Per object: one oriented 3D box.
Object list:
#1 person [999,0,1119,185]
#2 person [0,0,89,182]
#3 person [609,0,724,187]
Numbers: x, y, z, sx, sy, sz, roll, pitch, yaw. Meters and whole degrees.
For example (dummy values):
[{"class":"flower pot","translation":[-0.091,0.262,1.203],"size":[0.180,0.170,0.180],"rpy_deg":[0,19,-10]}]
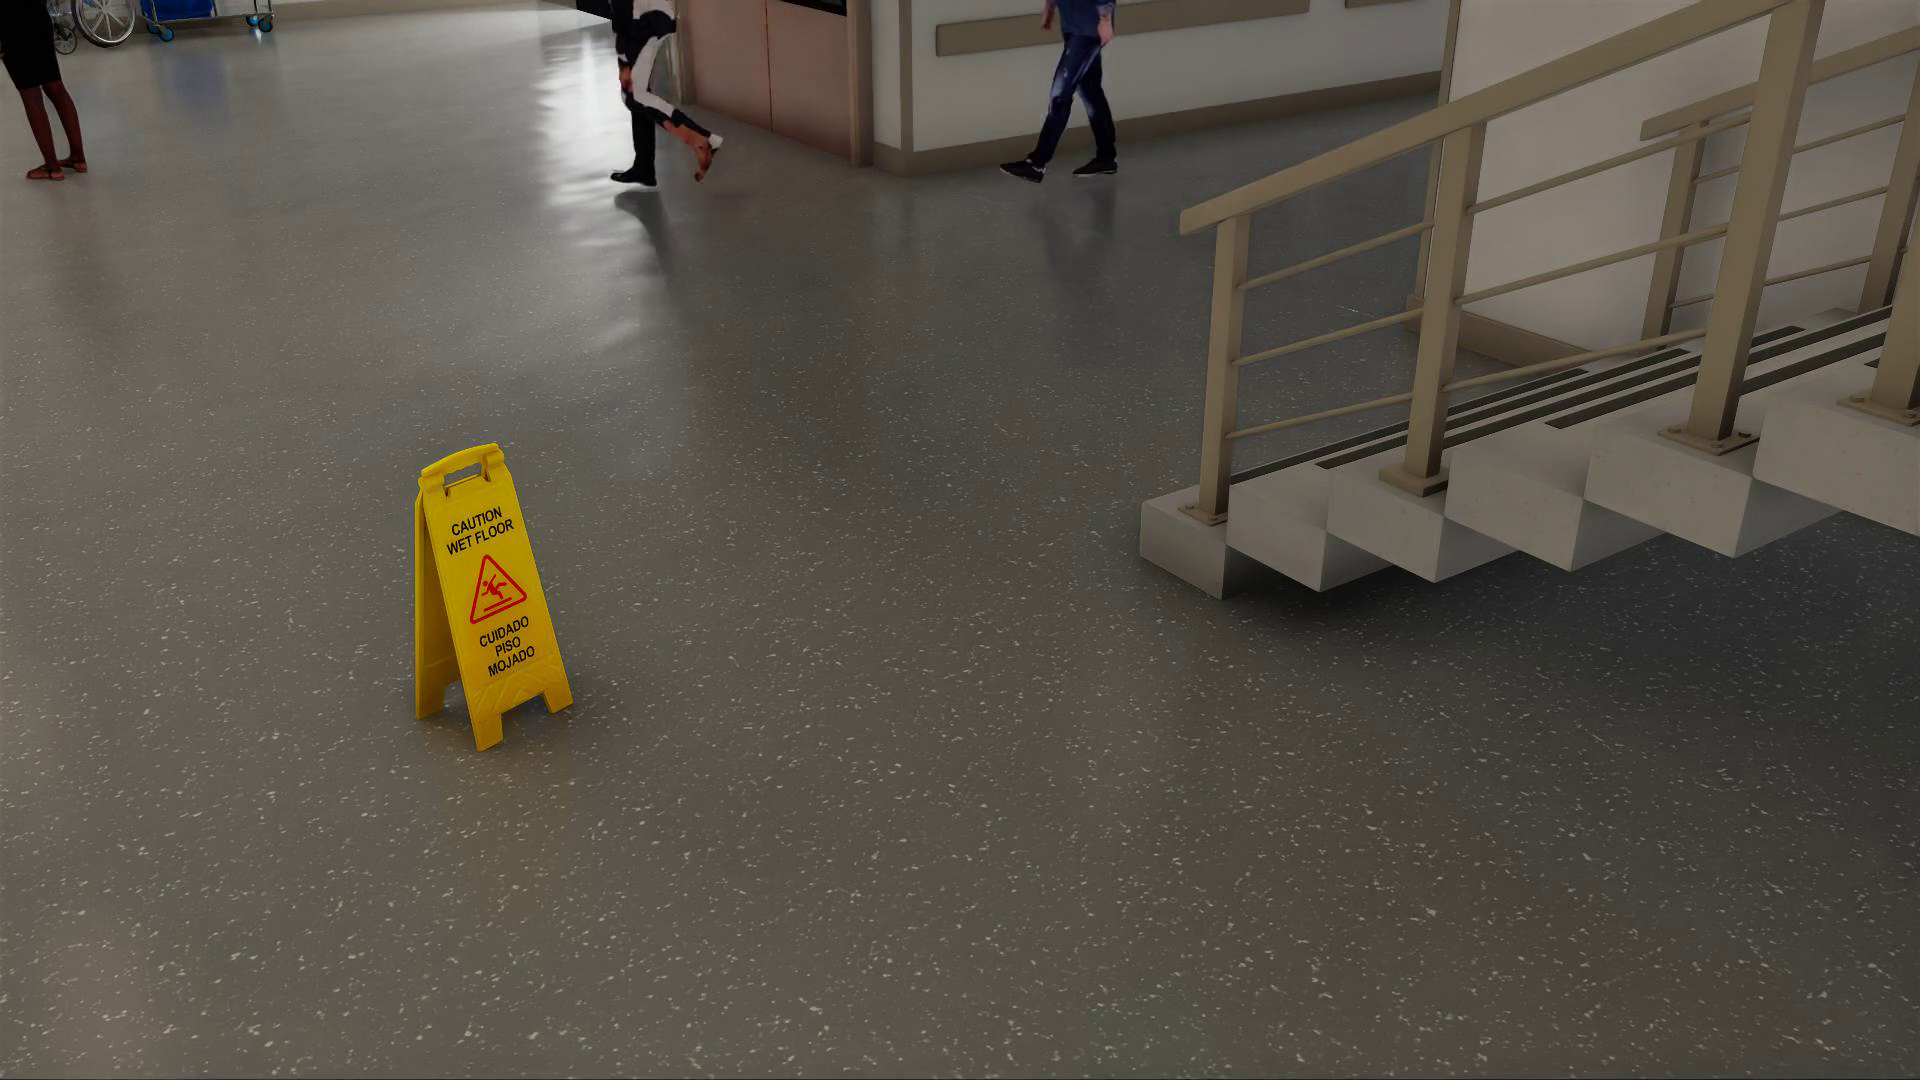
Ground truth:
[{"class":"person","translation":[0.802,-3.015,9.868],"size":[1.017,1.793,1.096],"rpy_deg":[-7,27,-15]},{"class":"person","translation":[-5.657,-3.059,10.043],"size":[0.699,1.720,0.676],"rpy_deg":[8,27,16]},{"class":"person","translation":[-1.776,-2.968,9.675],"size":[1.098,1.877,1.051],"rpy_deg":[4,26,7]}]
